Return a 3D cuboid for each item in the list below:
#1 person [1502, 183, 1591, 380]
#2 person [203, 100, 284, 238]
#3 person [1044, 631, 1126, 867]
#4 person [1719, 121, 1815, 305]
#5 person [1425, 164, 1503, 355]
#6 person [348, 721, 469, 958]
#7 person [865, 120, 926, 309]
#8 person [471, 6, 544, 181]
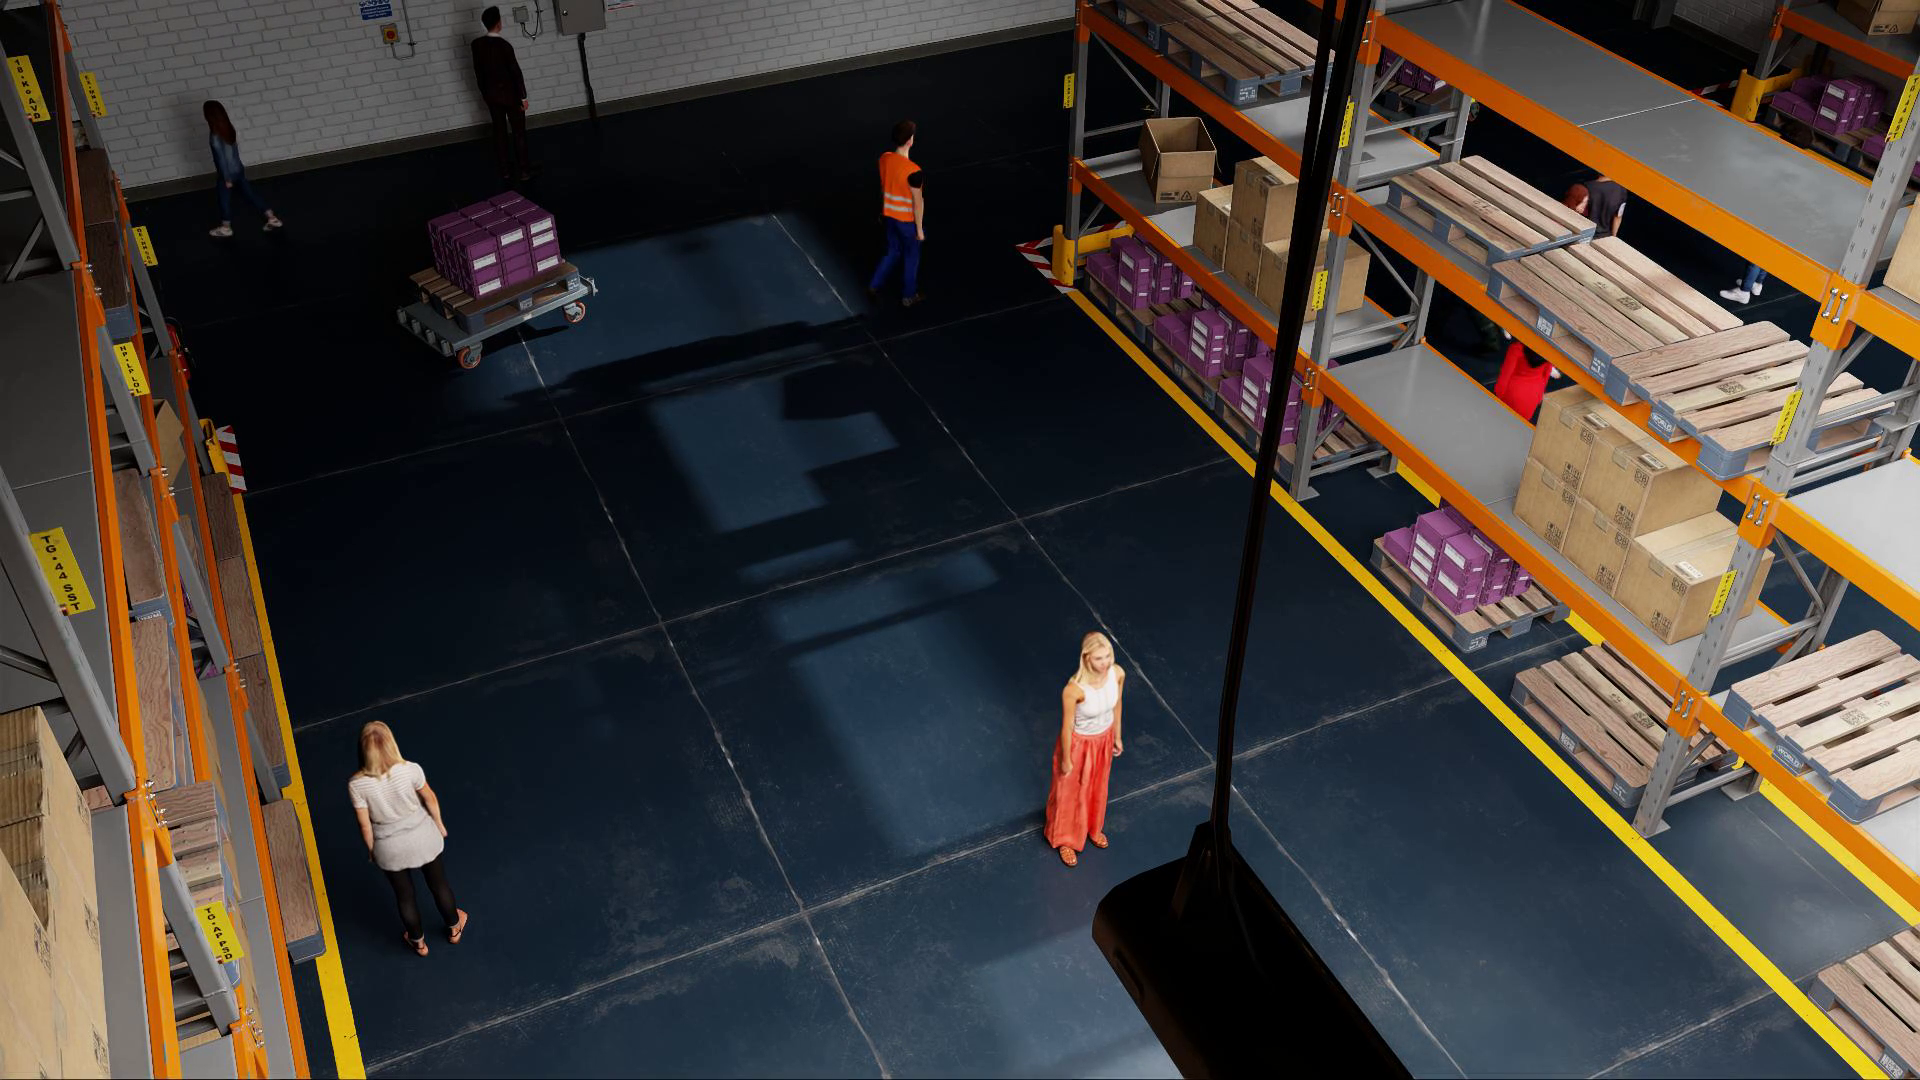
[{"bbox_3d":[5.226,-2.378,14.825,0.737,1.792,1.139,-25,45,-28],"label":"person"},{"bbox_3d":[-7.290,-3.728,16.789,0.922,1.451,0.993,3,39,3],"label":"person"},{"bbox_3d":[0.784,1.254,10.269,0.649,1.802,0.618,-22,43,-25],"label":"person"},{"bbox_3d":[7.658,-3.098,15.711,0.727,1.811,0.663,-27,46,-30],"label":"person"},{"bbox_3d":[4.679,-2.482,14.943,1.223,1.807,0.967,28,46,30],"label":"person"},{"bbox_3d":[-3.211,1.742,9.638,0.602,1.827,0.505,-16,41,-19],"label":"person"},{"bbox_3d":[-0.601,-2.968,15.497,0.998,1.874,0.958,29,47,32],"label":"person"},{"bbox_3d":[-4.872,-4.754,17.742,0.771,1.864,0.812,10,40,12],"label":"person"}]
